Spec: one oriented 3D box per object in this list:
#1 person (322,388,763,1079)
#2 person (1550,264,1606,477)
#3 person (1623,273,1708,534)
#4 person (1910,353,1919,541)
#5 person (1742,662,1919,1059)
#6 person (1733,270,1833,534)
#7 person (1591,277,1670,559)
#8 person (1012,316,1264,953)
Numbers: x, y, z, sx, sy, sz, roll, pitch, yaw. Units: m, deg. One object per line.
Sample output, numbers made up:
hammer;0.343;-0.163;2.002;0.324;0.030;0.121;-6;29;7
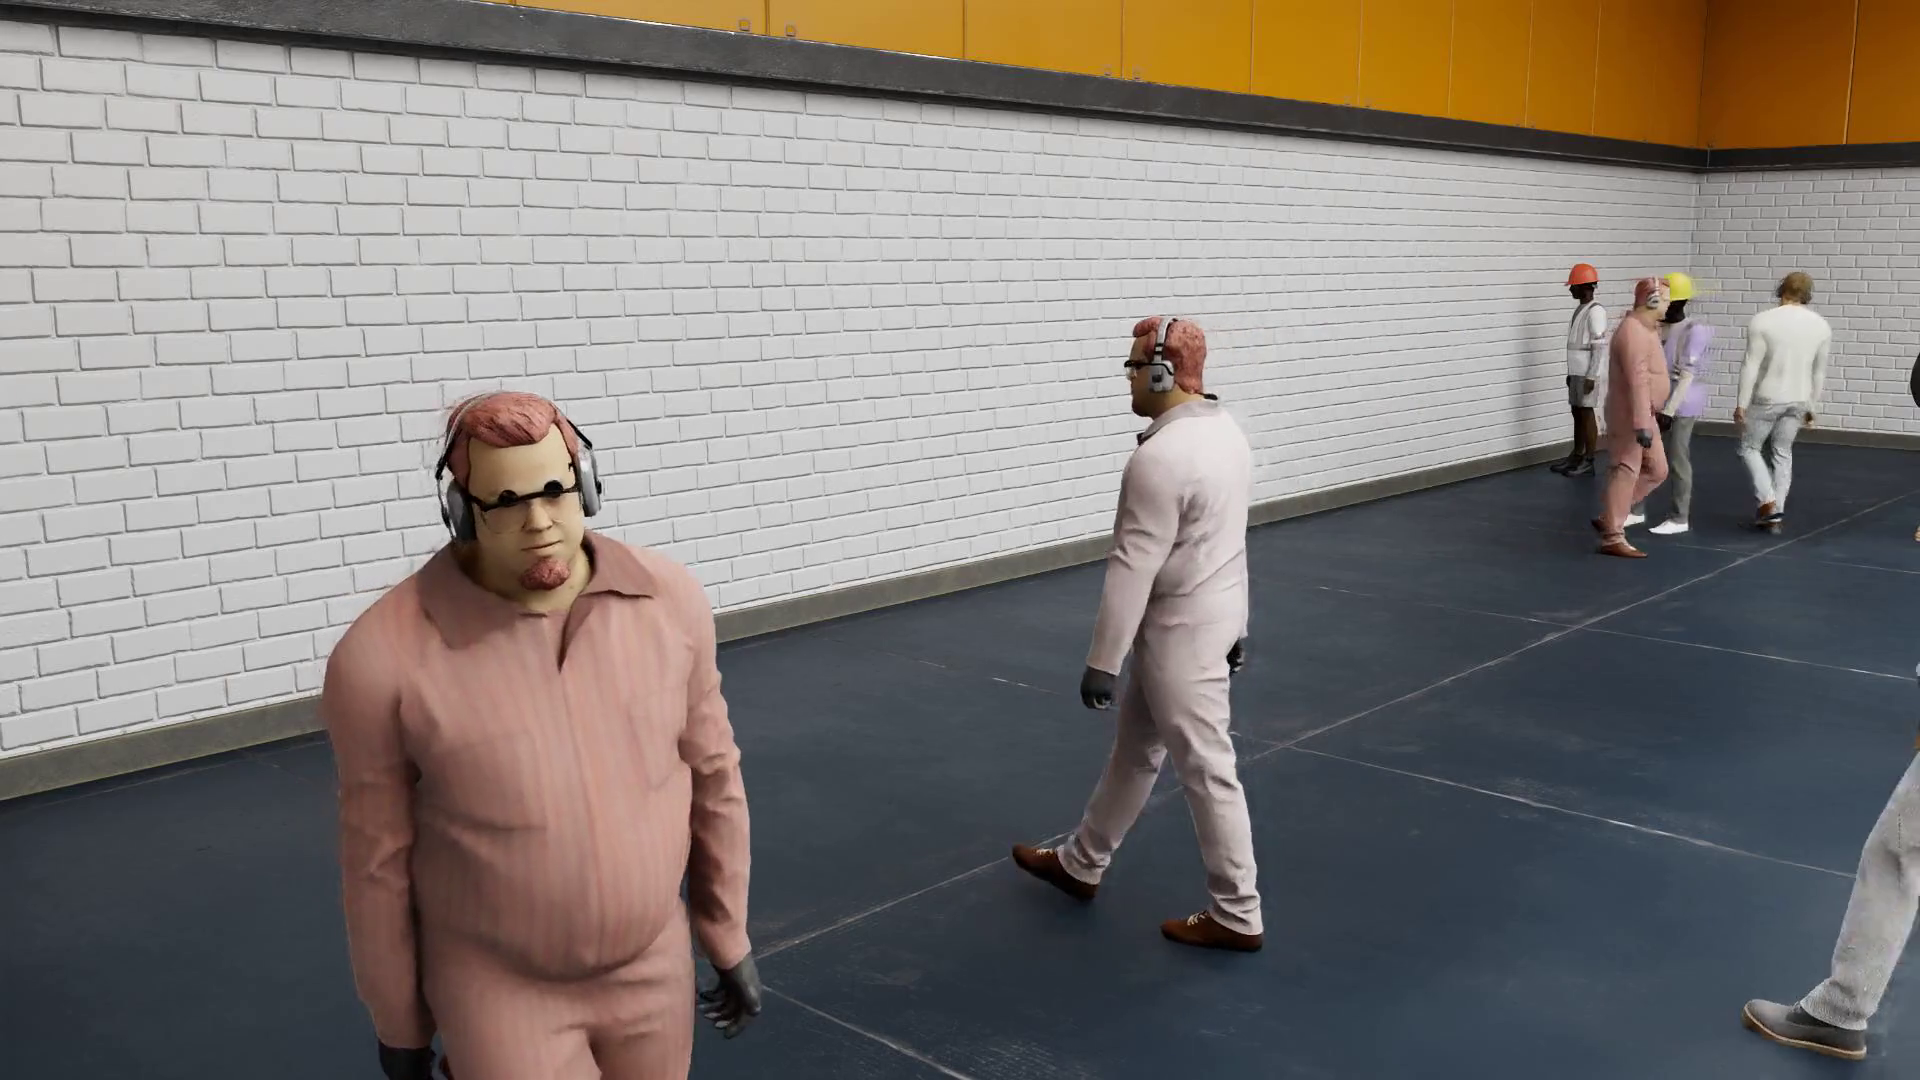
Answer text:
person;-0.693;0.670;2.748;0.645;1.872;0.807;-8;13;-39
person;5.656;-1.540;15.158;0.376;1.932;0.543;0;10;2
person;5.044;-0.956;11.936;0.686;1.893;0.589;-3;10;-15
person;7.014;-0.997;11.756;0.536;2.000;0.681;7;12;36
person;2.563;0.465;4.041;0.984;1.840;0.587;9;13;41
person;5.940;-0.985;12.063;0.684;1.910;0.451;-1;10;-5
person;4.553;-0.813;11.164;0.428;1.881;0.700;6;12;30
person;0.520;0.278;4.974;0.933;1.864;0.679;4;11;23
